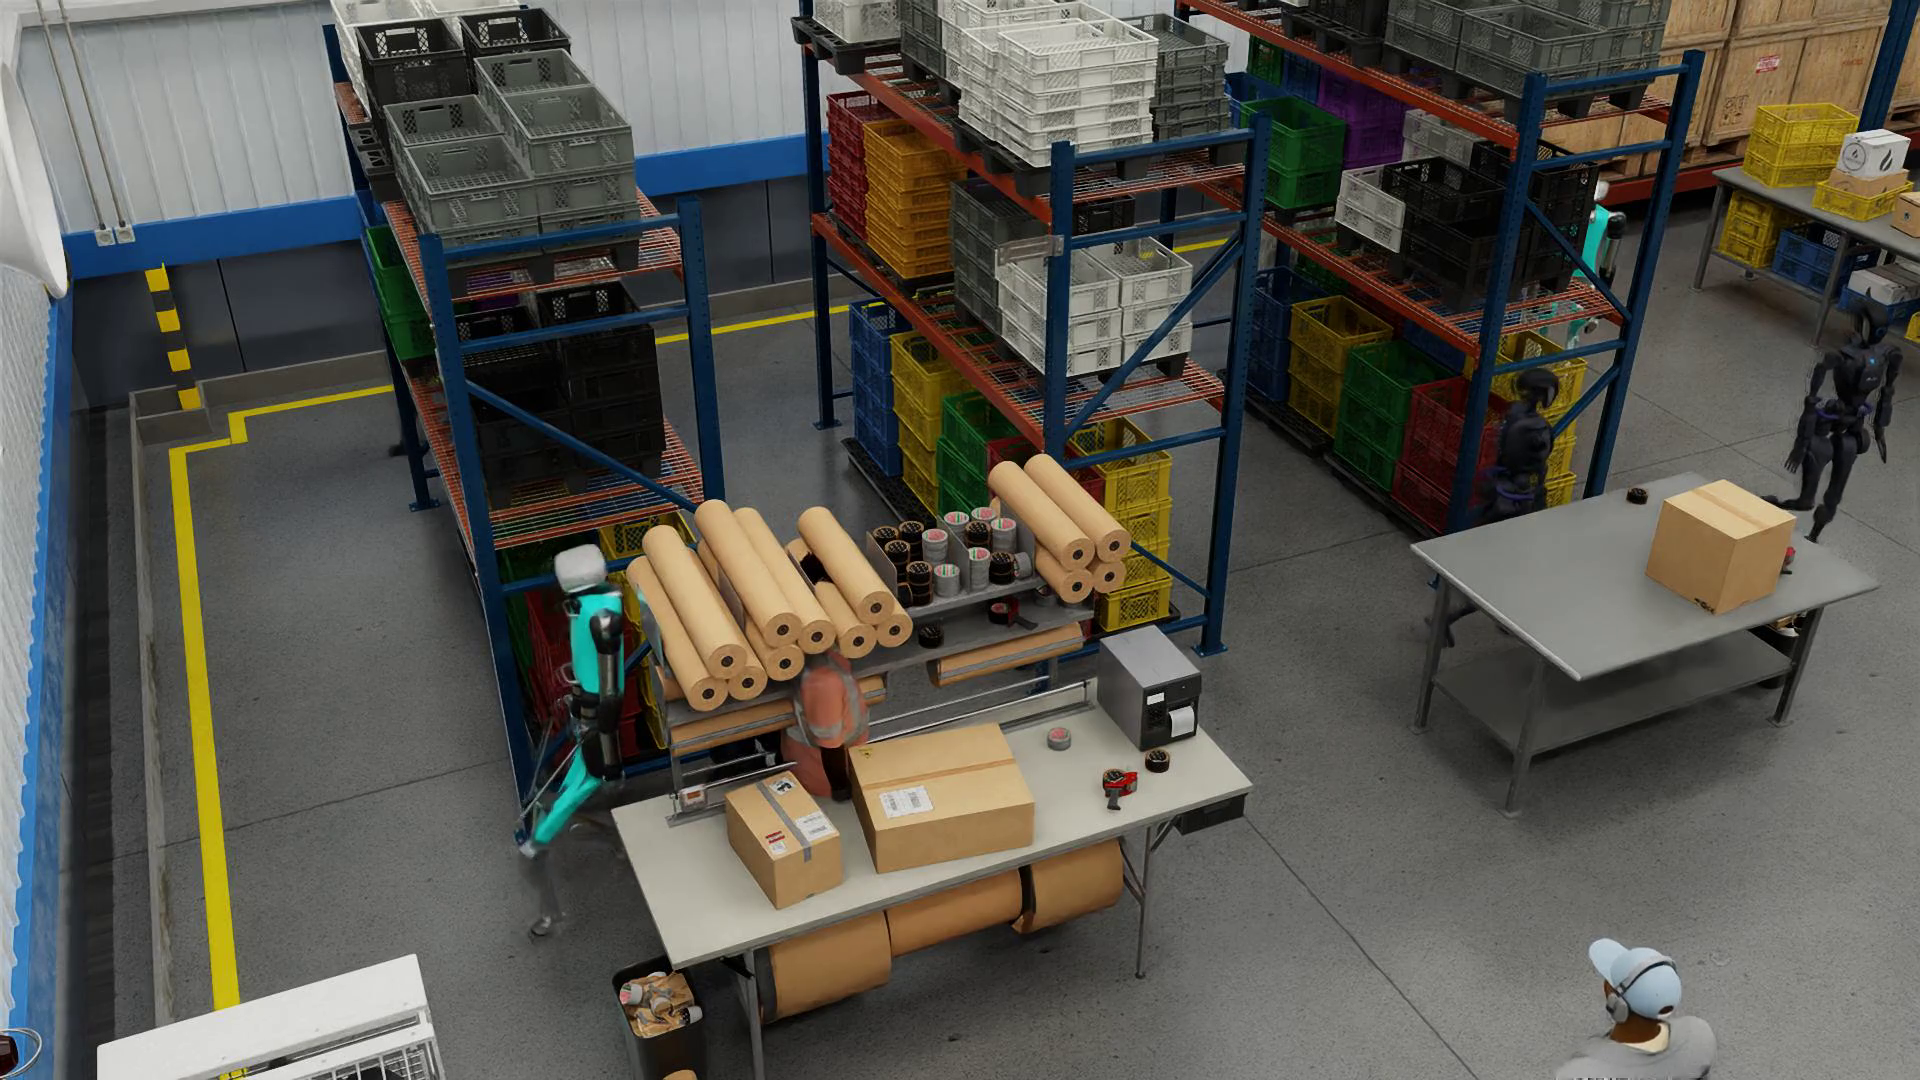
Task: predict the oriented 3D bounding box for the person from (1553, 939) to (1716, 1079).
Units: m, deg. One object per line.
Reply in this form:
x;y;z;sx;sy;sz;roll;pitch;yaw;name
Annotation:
1.991;1.983;5.257;0.590;1.852;0.439;-13;34;-20;person

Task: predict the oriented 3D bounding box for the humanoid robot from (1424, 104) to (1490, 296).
3.811;-2.547;12.765;0.608;1.636;0.373;-14;34;-21;humanoid robot

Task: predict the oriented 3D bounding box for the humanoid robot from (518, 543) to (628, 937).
-1.779;0.895;7.157;0.882;1.782;0.568;-12;34;-19;humanoid robot

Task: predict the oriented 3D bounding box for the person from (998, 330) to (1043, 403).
0.456;-1.809;11.446;0.658;1.793;0.881;-7;32;-11;person

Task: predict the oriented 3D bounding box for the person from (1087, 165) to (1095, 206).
0.719;-2.288;12.082;1.083;1.953;0.648;-12;34;-19;person

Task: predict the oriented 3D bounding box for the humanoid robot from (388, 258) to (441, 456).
-3.453;-1.321;10.809;0.778;1.622;0.601;-8;33;-13;humanoid robot

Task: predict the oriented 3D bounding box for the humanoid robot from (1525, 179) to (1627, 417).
4.083;-1.664;11.199;0.531;1.722;0.715;11;33;17;humanoid robot

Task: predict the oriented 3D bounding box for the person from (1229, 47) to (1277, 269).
2.614;-3.143;13.592;0.826;1.838;0.592;-7;32;-12;person

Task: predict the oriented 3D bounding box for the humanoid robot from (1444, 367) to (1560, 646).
2.930;-0.178;8.941;0.687;1.635;0.612;-3;32;-5;humanoid robot

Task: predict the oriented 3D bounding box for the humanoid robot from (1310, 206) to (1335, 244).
3.033;-3.244;13.711;0.533;1.677;0.735;24;39;34;humanoid robot

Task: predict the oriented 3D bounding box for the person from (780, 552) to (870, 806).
-0.550;0.901;6.897;0.372;1.958;0.600;-9;33;-15;person

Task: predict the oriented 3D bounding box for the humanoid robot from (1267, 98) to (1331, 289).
2.705;-2.837;13.133;0.734;1.752;0.564;14;34;21;humanoid robot

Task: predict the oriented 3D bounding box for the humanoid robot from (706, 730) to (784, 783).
-0.821;0.879;7.205;0.606;1.647;0.462;-4;32;-7;humanoid robot

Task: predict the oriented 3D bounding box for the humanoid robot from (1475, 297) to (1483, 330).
3.721;-1.944;11.793;0.427;1.642;0.584;23;39;33;humanoid robot

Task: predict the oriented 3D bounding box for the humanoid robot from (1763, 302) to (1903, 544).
5.090;-0.647;9.686;0.594;1.646;0.439;-6;32;-9;humanoid robot

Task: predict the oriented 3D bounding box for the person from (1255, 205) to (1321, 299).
2.534;-2.693;12.865;0.589;1.823;0.405;-3;32;-4;person
